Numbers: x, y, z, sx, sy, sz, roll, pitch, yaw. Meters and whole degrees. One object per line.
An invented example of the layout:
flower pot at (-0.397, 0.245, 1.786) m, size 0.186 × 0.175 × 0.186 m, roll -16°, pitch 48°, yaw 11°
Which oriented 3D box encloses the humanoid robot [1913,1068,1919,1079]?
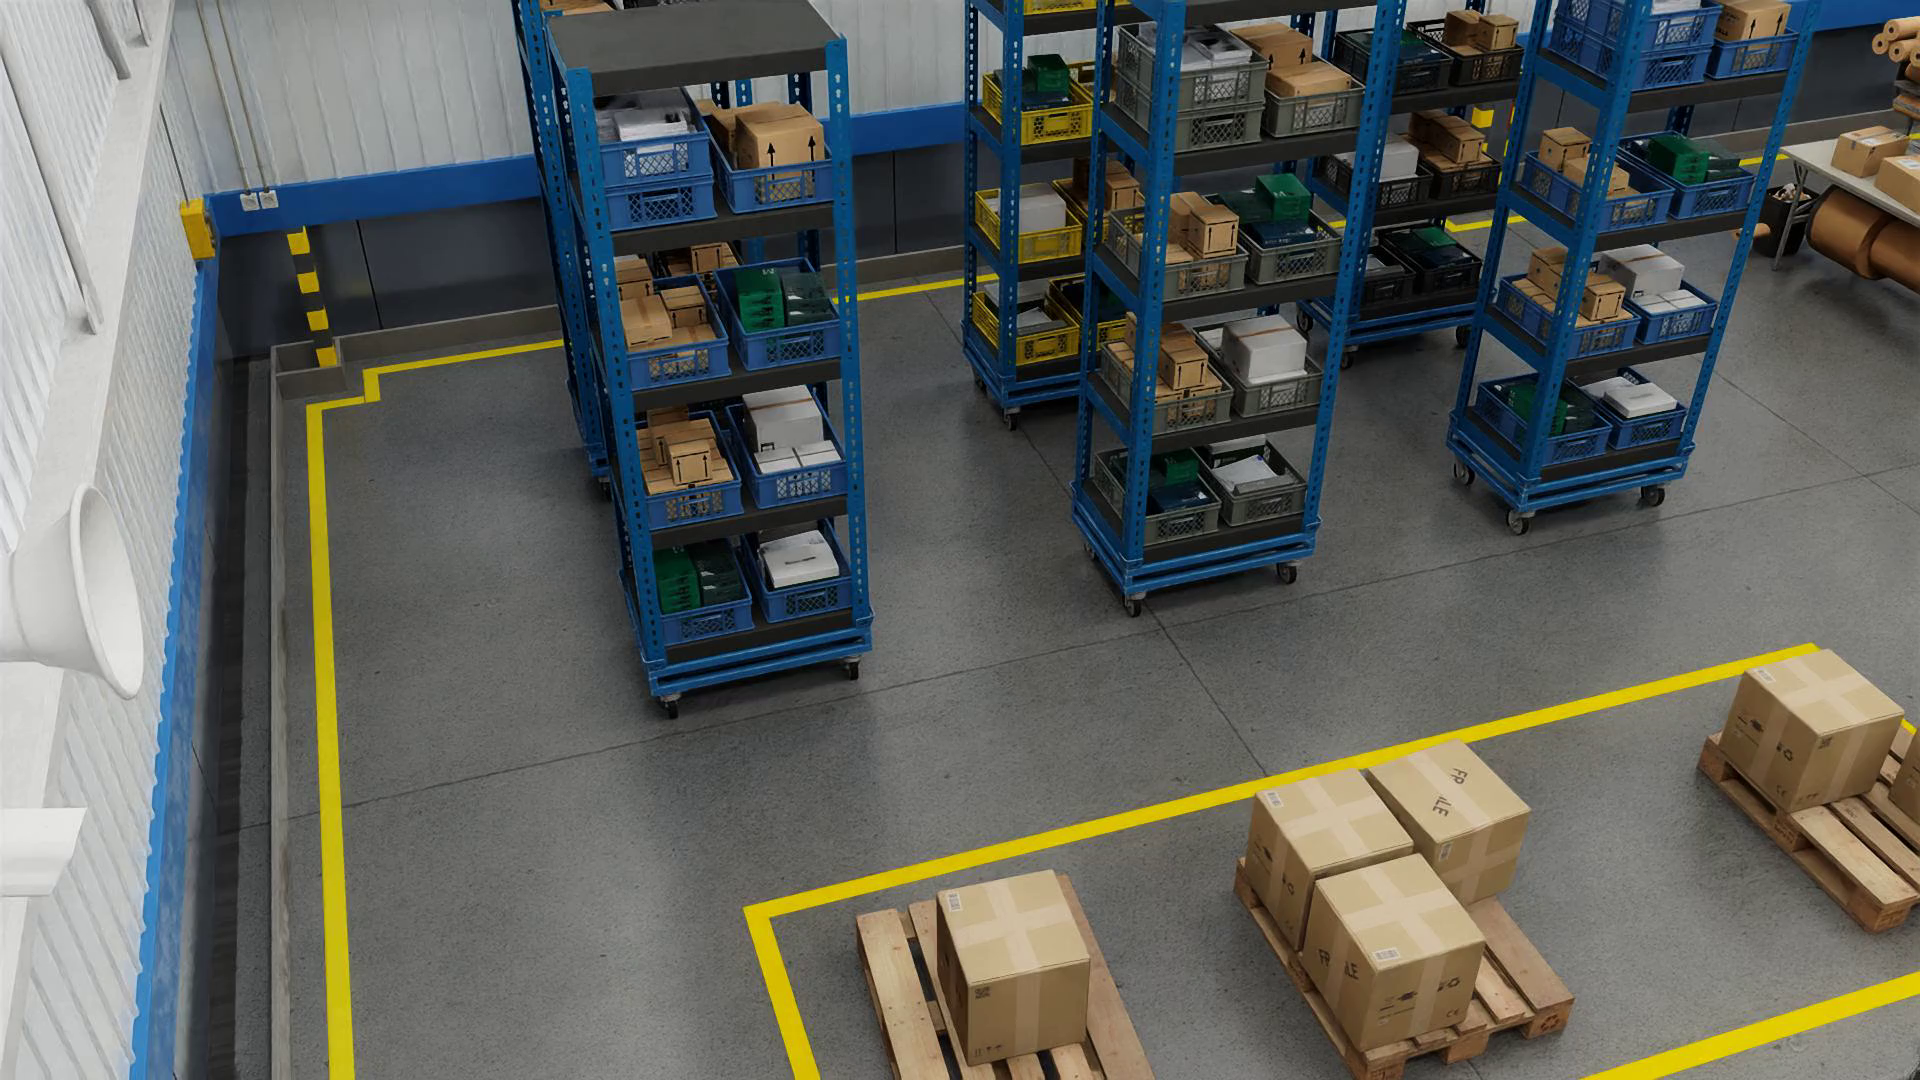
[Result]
humanoid robot at (3.548, 2.138, 5.826) m, size 0.680 × 1.609 × 0.577 m, roll -8°, pitch 36°, yaw -11°
